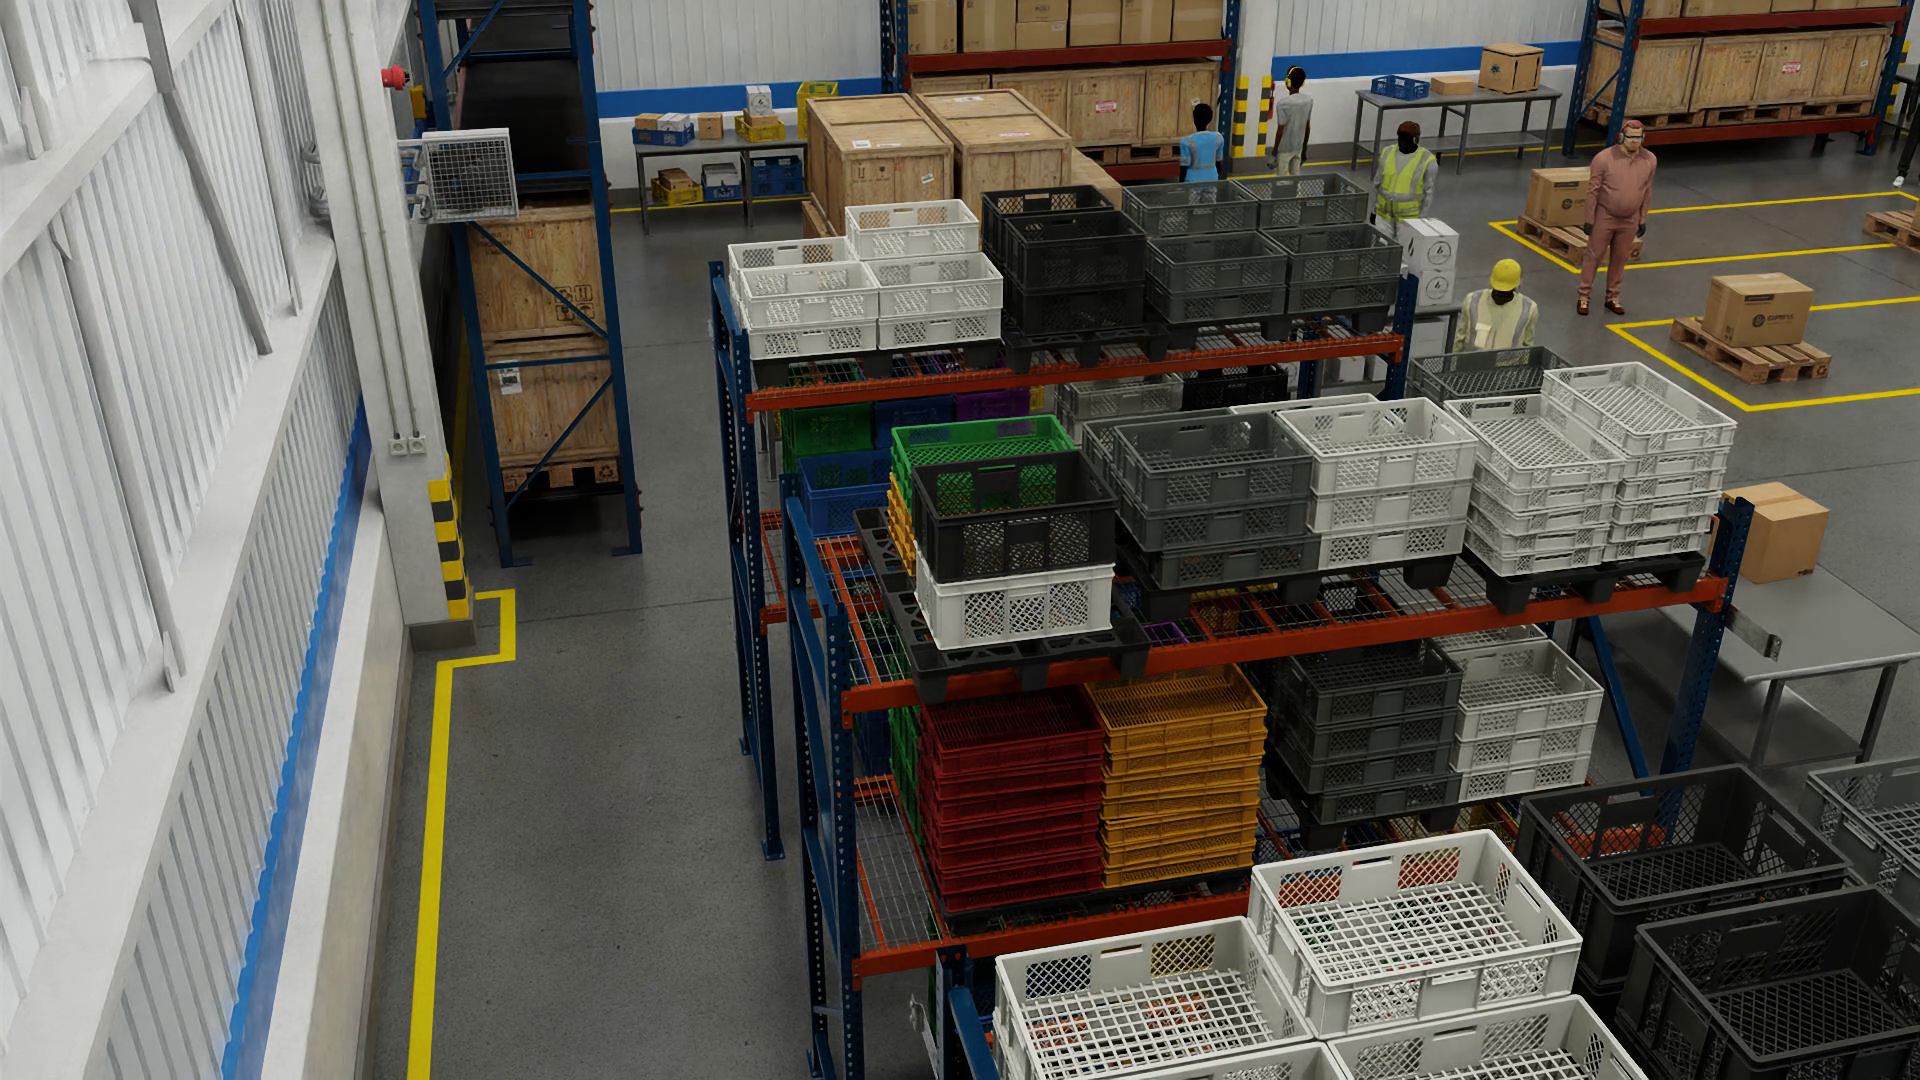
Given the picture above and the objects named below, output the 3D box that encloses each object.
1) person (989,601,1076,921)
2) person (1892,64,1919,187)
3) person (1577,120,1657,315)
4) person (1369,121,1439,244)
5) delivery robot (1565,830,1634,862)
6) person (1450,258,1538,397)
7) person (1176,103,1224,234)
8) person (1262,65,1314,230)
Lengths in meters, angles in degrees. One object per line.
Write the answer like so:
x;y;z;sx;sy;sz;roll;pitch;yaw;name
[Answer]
0.285;1.120;8.140;0.499;1.915;0.704;7;29;13;person
11.836;-5.236;20.202;0.587;1.915;0.394;12;30;22;person
6.407;-3.139;16.230;0.643;1.909;0.410;-1;28;-2;person
4.338;-3.224;16.462;0.630;1.843;0.429;19;33;32;person
3.281;1.753;8.292;0.477;0.478;0.707;-12;30;-22;delivery robot
4.083;-1.304;12.840;0.586;1.823;0.403;9;29;16;person
2.535;-3.775;17.658;0.530;1.697;0.321;-12;30;-21;person
3.657;-4.328;18.530;0.531;1.865;0.316;-16;32;-27;person
